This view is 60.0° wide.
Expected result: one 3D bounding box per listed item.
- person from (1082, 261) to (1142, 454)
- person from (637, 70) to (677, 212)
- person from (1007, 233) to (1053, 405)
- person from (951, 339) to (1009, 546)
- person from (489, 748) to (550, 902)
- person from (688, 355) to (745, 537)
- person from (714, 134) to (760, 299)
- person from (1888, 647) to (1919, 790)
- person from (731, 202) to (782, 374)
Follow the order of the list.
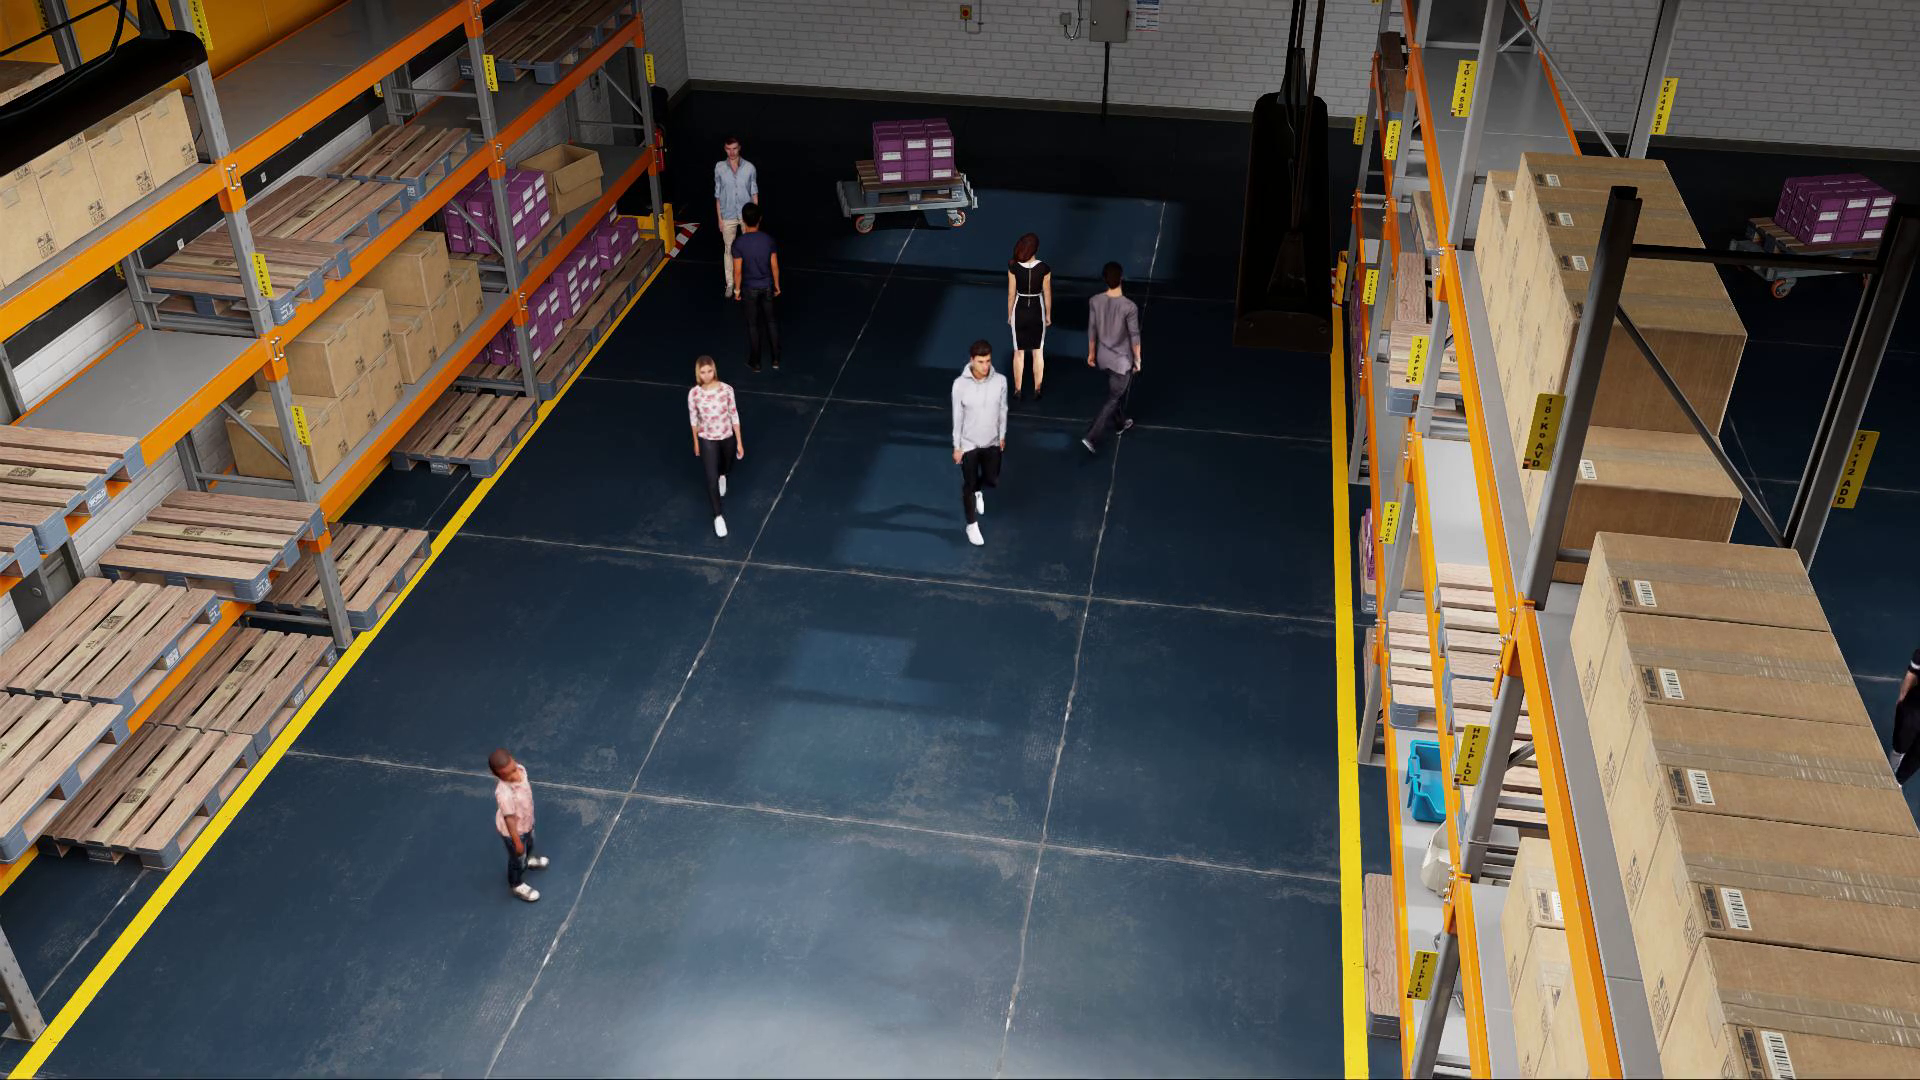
[{"bbox_3d":[1.402,-1.673,15.621,1.060,1.811,1.252,26,41,33],"label":"person"},{"bbox_3d":[-3.778,-5.005,20.631,0.819,1.814,0.659,18,38,25],"label":"person"},{"bbox_3d":[0.677,-2.176,16.392,0.610,1.796,0.516,1,34,2],"label":"person"},{"bbox_3d":[0.114,-0.905,14.375,0.909,1.912,1.019,-11,35,-16],"label":"person"},{"bbox_3d":[-2.927,1.819,10.843,0.671,1.284,0.469,-4,34,-6],"label":"person"},{"bbox_3d":[-2.155,-0.917,14.685,0.945,1.588,1.192,-11,35,-16],"label":"person"},{"bbox_3d":[-2.474,-3.623,18.522,0.714,1.848,0.671,-5,34,-7],"label":"person"},{"bbox_3d":[6.761,1.141,11.552,0.753,1.629,0.859,21,39,28],"label":"person"},{"bbox_3d":[-2.074,-2.579,17.003,0.721,1.790,0.729,-14,36,-20],"label":"person"}]
